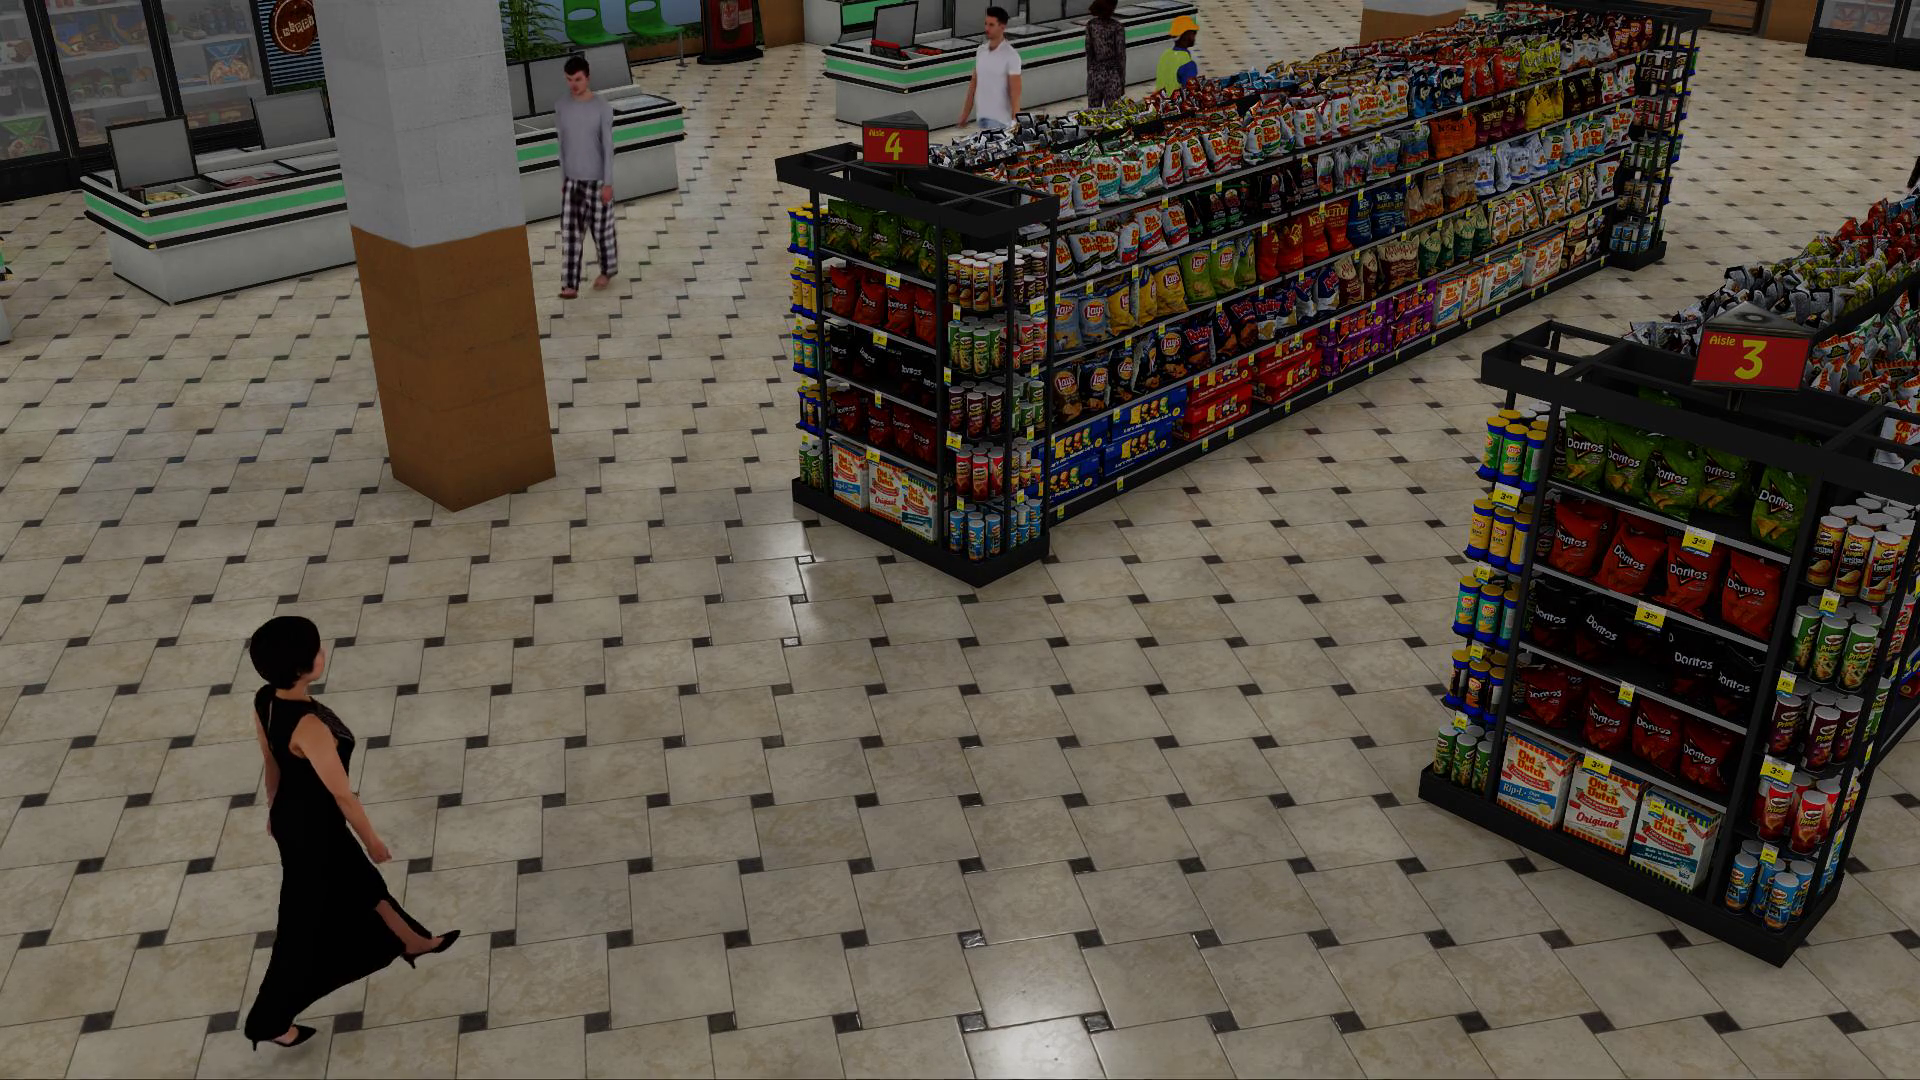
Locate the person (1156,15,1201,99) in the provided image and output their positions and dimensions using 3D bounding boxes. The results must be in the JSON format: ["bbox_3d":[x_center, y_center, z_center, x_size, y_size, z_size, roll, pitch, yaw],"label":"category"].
[{"bbox_3d":[1.860,-3.580,14.300,0.680,1.812,0.734,-13,30,-24],"label":"person"}]

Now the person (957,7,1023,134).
[{"bbox_3d":[0.376,-3.688,14.510,1.277,1.815,0.890,-15,30,-27],"label":"person"}]

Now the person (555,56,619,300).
[{"bbox_3d":[-2.806,-2.780,12.727,1.041,1.809,1.181,5,27,10],"label":"person"}]

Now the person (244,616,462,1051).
[{"bbox_3d":[-2.216,1.024,5.509,1.038,1.552,0.623,-22,34,-36],"label":"person"}]

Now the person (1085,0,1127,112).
[{"bbox_3d":[1.395,-4.441,16.108,0.625,1.714,0.629,16,31,28],"label":"person"}]
